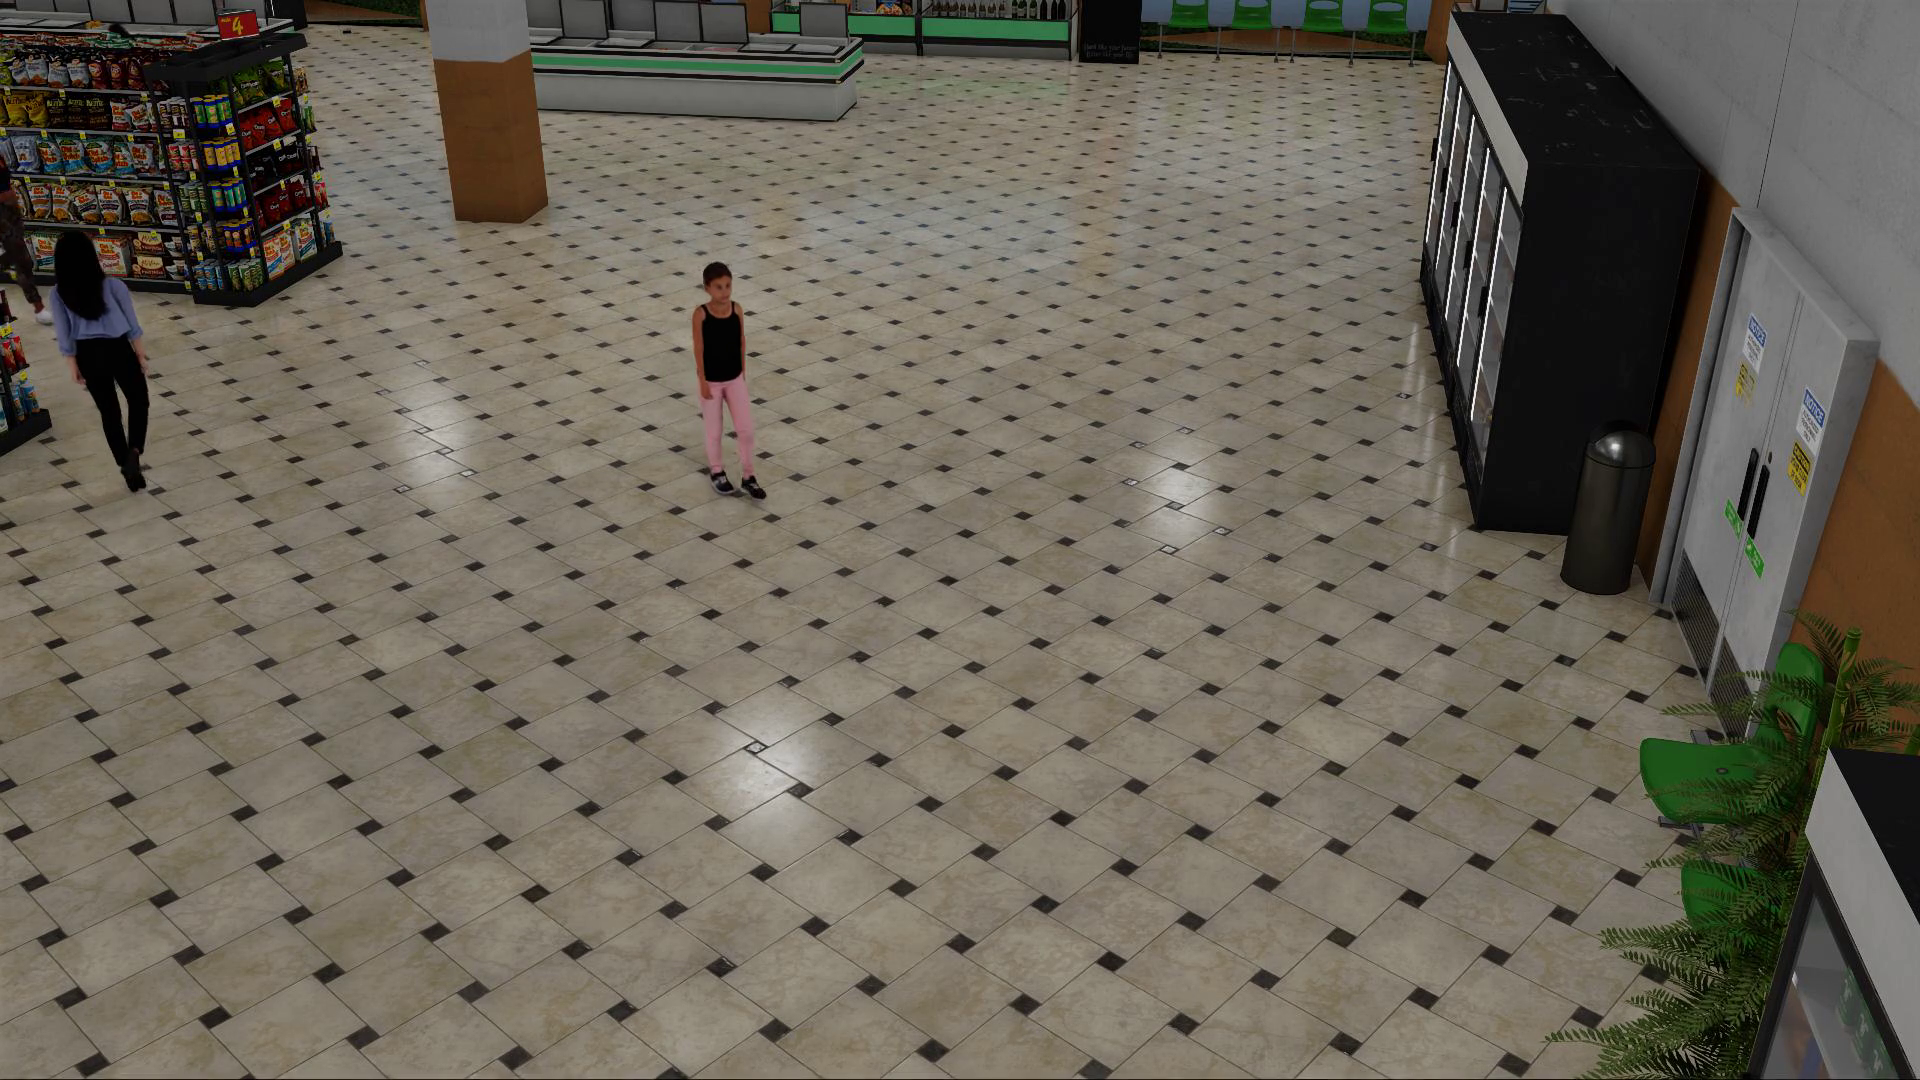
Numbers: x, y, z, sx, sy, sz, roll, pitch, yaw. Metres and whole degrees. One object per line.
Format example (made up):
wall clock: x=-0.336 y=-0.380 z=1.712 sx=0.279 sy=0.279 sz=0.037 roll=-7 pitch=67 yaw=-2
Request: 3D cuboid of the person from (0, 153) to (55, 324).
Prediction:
person: x=-7.803 y=-2.563 z=13.434 sx=1.061 sy=1.680 sz=0.627 roll=2 pitch=27 yaw=5

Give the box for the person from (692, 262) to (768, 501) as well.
person: x=-1.546 y=-1.021 z=10.542 sx=0.763 sy=1.544 sz=0.793 roll=-12 pitch=29 yaw=-22

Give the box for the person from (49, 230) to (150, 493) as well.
person: x=-5.343 y=-1.061 z=10.416 sx=0.886 sy=1.731 sz=0.906 roll=-8 pitch=28 yaw=-16
